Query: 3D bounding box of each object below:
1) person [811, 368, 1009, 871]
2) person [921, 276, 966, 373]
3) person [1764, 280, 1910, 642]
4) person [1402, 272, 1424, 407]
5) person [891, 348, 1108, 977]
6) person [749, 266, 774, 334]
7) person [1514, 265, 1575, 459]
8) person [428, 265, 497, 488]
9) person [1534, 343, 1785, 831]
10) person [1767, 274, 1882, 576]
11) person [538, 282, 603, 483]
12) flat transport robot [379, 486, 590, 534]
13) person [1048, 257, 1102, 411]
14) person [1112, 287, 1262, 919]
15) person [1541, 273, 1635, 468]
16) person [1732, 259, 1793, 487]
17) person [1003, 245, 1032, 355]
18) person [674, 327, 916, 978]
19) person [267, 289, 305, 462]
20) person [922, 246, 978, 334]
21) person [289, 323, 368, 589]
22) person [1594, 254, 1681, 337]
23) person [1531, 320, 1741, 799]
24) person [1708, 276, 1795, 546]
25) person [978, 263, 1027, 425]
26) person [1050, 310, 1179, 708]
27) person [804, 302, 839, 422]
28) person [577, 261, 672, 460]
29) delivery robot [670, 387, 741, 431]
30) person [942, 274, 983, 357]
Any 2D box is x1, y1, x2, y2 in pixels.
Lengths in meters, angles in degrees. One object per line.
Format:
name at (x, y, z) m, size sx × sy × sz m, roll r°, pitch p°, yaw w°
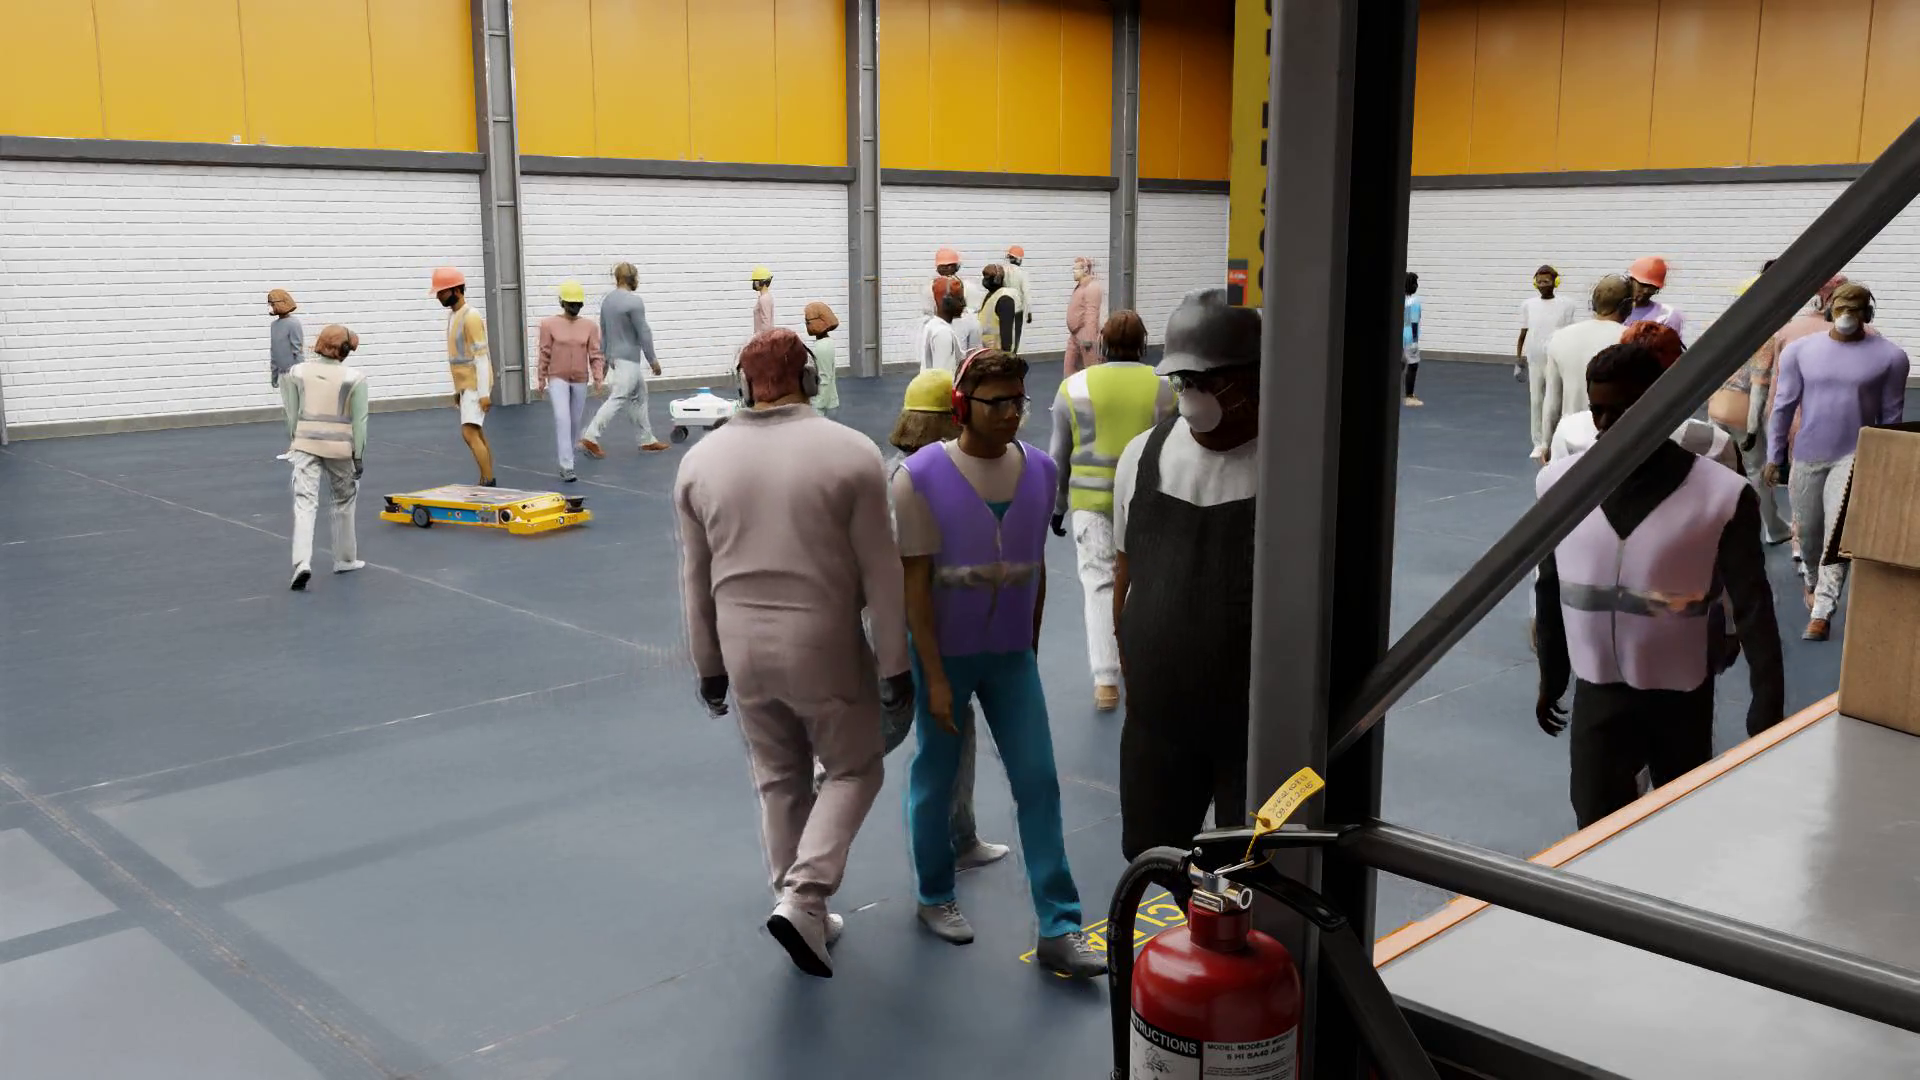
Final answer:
person at (-0.215, 0.293, 5.469) m, size 0.743 × 1.709 × 0.518 m, roll -6°, pitch 12°, yaw -30°
person at (-0.173, -0.882, 11.469) m, size 0.727 × 1.860 × 0.585 m, roll -1°, pitch 10°, yaw -5°
person at (4.750, -0.459, 9.038) m, size 0.638 × 1.908 × 0.967 m, roll 7°, pitch 12°, yaw 33°
person at (5.476, -2.480, 20.666) m, size 0.625 × 1.678 × 0.540 m, roll -3°, pitch 11°, yaw -17°
person at (0.104, 0.364, 4.784) m, size 0.558 × 1.805 × 0.870 m, roll -6°, pitch 12°, yaw -28°
person at (-2.314, -2.322, 19.558) m, size 0.315 × 1.767 × 0.535 m, roll -1°, pitch 10°, yaw -3°
person at (5.570, -1.690, 15.864) m, size 0.551 × 1.850 × 0.451 m, roll 6°, pitch 12°, yaw 30°
person at (-3.921, -1.219, 13.171) m, size 0.489 × 1.908 × 0.569 m, roll -6°, pitch 12°, yaw -30°
person at (1.878, 0.398, 4.504) m, size 0.711 × 1.853 × 1.023 m, roll 8°, pitch 13°, yaw 38°
person at (5.518, -0.717, 10.483) m, size 0.635 × 1.882 × 0.717 m, roll -7°, pitch 13°, yaw -35°
person at (-3.331, -1.351, 14.342) m, size 0.538 × 1.720 × 0.833 m, roll -6°, pitch 12°, yaw -31°
flat transport robot at (-3.514, -0.240, 12.279) m, size 1.431 × 0.197 × 0.652 m, roll 5°, pitch 11°, yaw 25°
person at (1.561, -2.486, 20.163) m, size 0.882 × 1.876 × 0.651 m, roll -3°, pitch 11°, yaw -16°
person at (0.685, 0.354, 4.212) m, size 0.687 × 2.000 × 0.689 m, roll 6°, pitch 12°, yaw 29°
person at (3.603, -0.528, 9.338) m, size 0.435 × 1.922 × 0.654 m, roll -9°, pitch 13°, yaw -39°
person at (6.902, -1.405, 14.105) m, size 0.625 × 1.959 × 0.652 m, roll -2°, pitch 11°, yaw -9°
person at (0.866, -3.560, 25.731) m, size 0.646 × 1.971 × 0.526 m, roll 9°, pitch 14°, yaw 41°
person at (-0.481, 0.341, 4.735) m, size 0.702 × 1.878 × 0.541 m, roll 3°, pitch 11°, yaw 18°
person at (-6.379, -1.561, 15.790) m, size 0.509 × 1.628 × 0.294 m, roll 9°, pitch 14°, yaw 41°
person at (-0.090, -2.042, 17.323) m, size 0.636 × 2.026 × 0.612 m, roll 3°, pitch 11°, yaw 15°
person at (-3.894, -0.526, 10.219) m, size 0.517 × 1.594 × 0.824 m, roll -1°, pitch 10°, yaw -4°
person at (4.677, -1.002, 11.721) m, size 0.659 × 1.999 × 0.648 m, roll 10°, pitch 14°, yaw 42°
person at (2.263, 0.212, 5.485) m, size 0.617 × 1.852 × 0.799 m, roll 9°, pitch 13°, yaw 39°
person at (5.316, -0.848, 11.244) m, size 1.036 × 1.861 × 0.597 m, roll -4°, pitch 11°, yaw -19°
person at (0.387, -2.043, 17.849) m, size 0.466 × 1.832 × 0.623 m, roll -3°, pitch 11°, yaw -14°
person at (0.731, -0.170, 7.761) m, size 0.644 × 1.792 × 0.949 m, roll 0°, pitch 10°, yaw 3°
person at (-1.055, -0.987, 12.639) m, size 0.289 × 1.633 × 0.498 m, roll -1°, pitch 10°, yaw -6°
person at (-3.285, -1.724, 15.991) m, size 1.023 × 1.896 × 0.615 m, roll -7°, pitch 13°, yaw -35°
delivery robot at (-2.637, -1.337, 17.221) m, size 0.707 × 0.478 × 0.477 m, roll 0°, pitch 10°, yaw -1°
person at (-0.037, -1.052, 12.426) m, size 0.418 × 1.846 × 0.537 m, roll -9°, pitch 14°, yaw -41°
